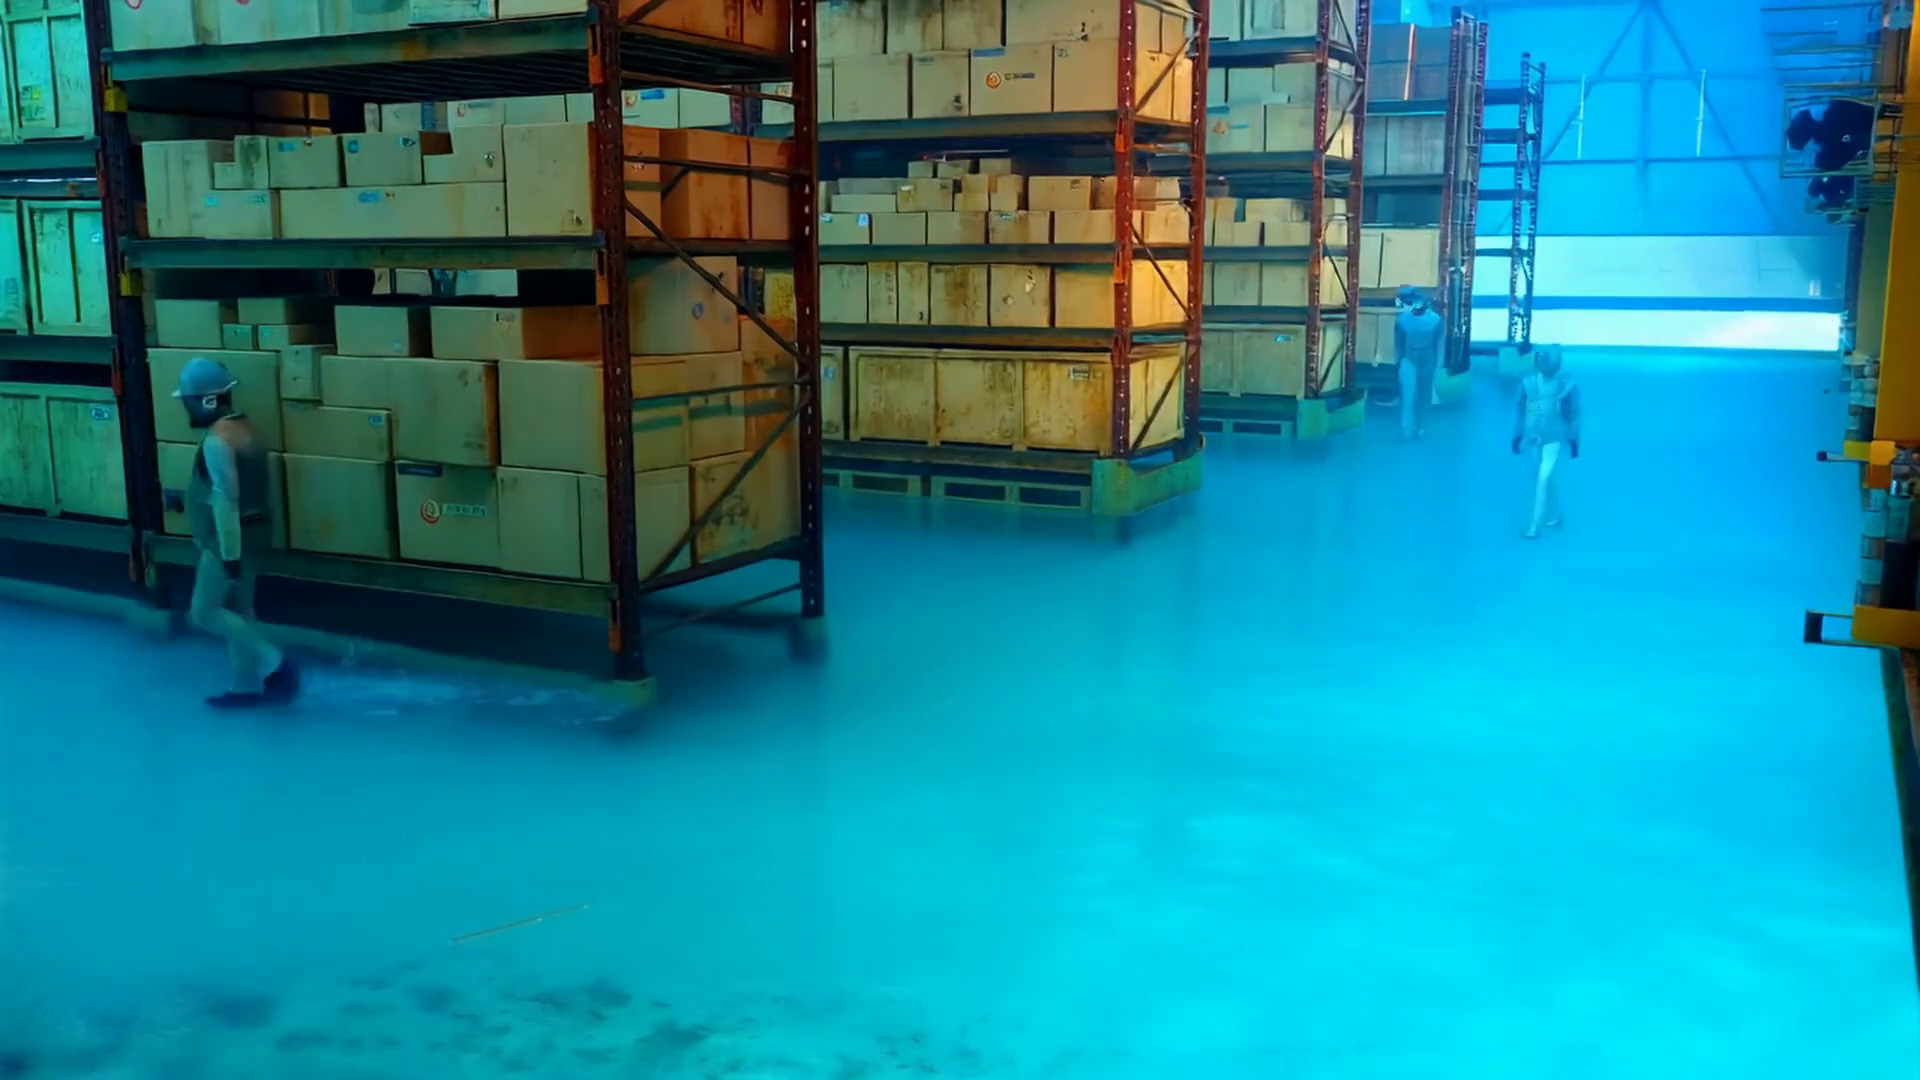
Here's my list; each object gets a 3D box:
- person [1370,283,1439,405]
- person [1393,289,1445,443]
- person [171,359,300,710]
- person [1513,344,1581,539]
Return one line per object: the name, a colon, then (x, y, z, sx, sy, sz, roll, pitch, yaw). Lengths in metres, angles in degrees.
person: (6.906, -2.998, 25.538, 1.002, 1.883, 0.564, 2, 10, 12)
person: (5.723, -2.185, 20.771, 0.642, 1.897, 1.025, 4, 11, 23)
person: (-3.672, -0.009, 8.392, 0.467, 1.810, 0.588, -1, 10, -6)
person: (4.906, -0.839, 13.831, 0.875, 1.593, 0.497, -9, 13, -42)
